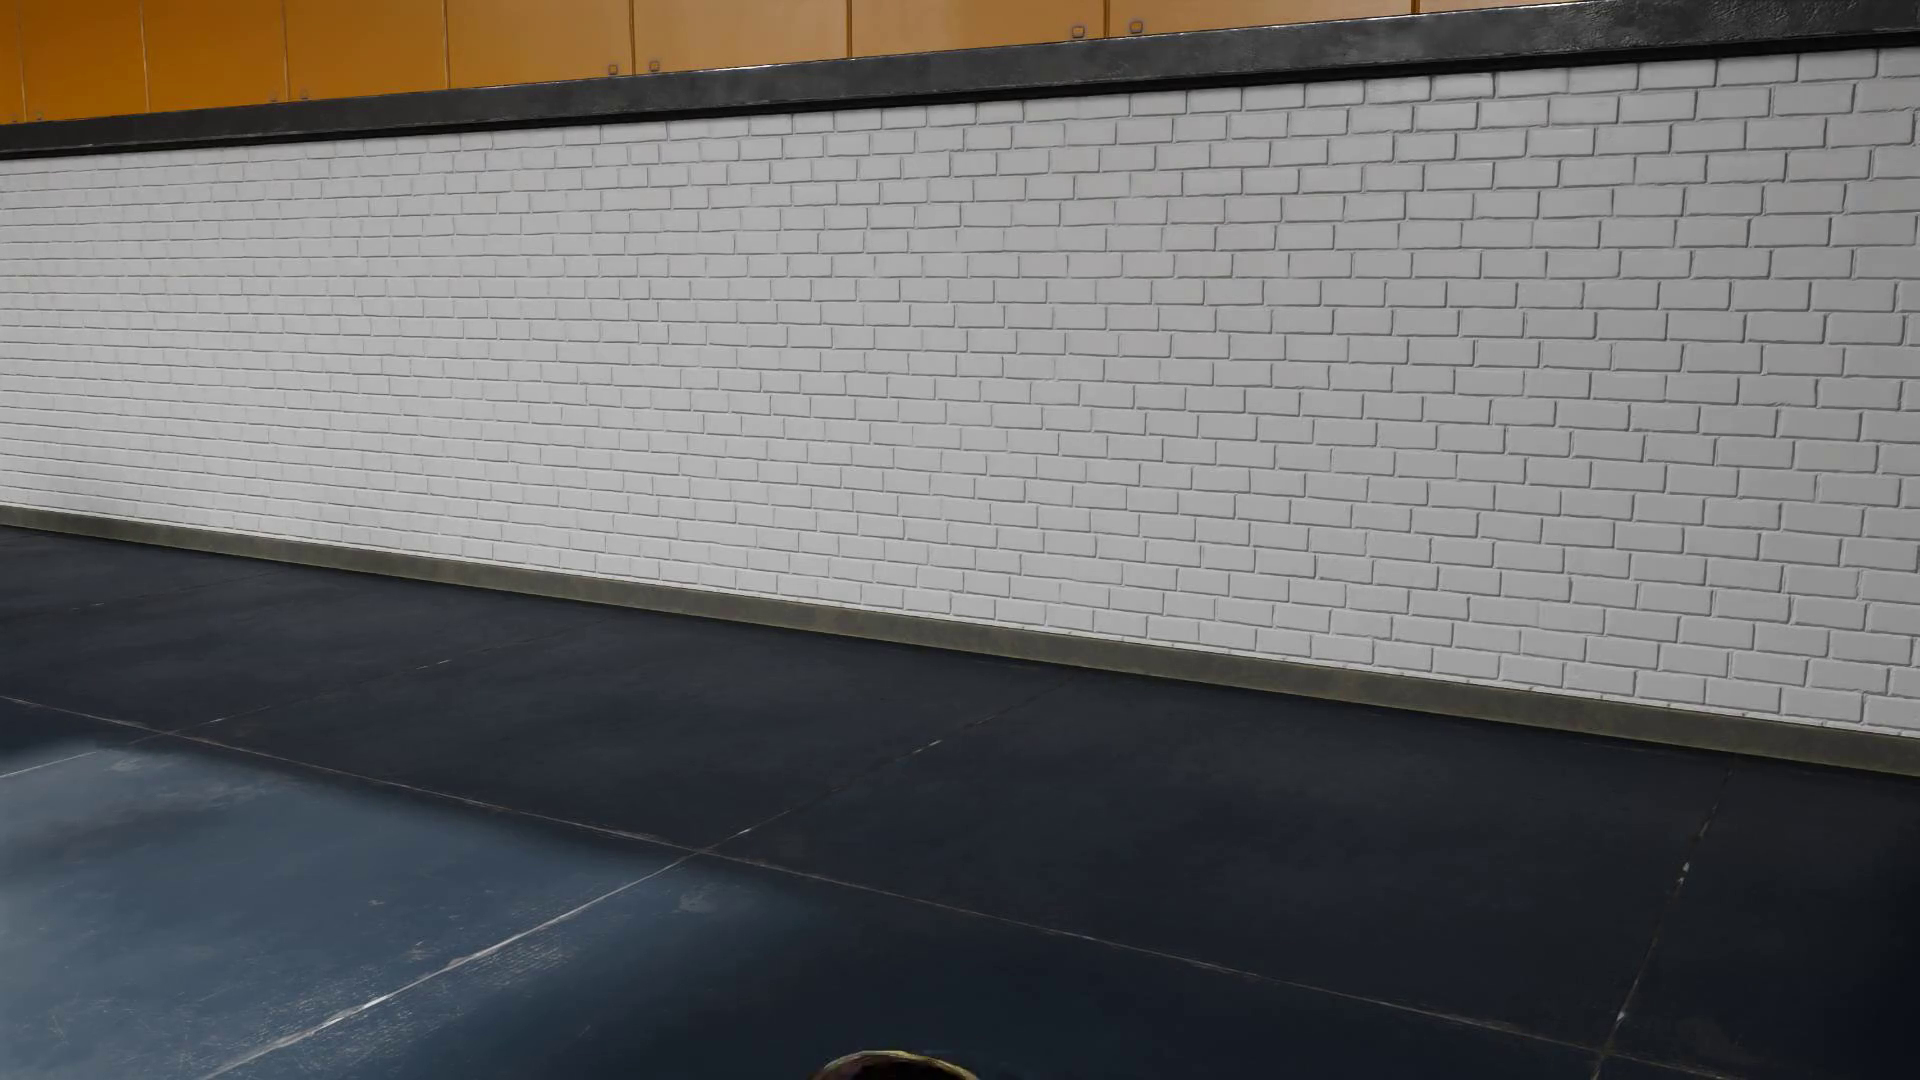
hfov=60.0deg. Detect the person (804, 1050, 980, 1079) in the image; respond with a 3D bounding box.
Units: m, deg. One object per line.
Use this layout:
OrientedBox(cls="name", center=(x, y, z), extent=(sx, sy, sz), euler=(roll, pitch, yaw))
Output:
OrientedBox(cls="person", center=(-0.142, 0.978, 0.956), extent=(0.589, 1.808, 0.665), euler=(3, 9, 16))
